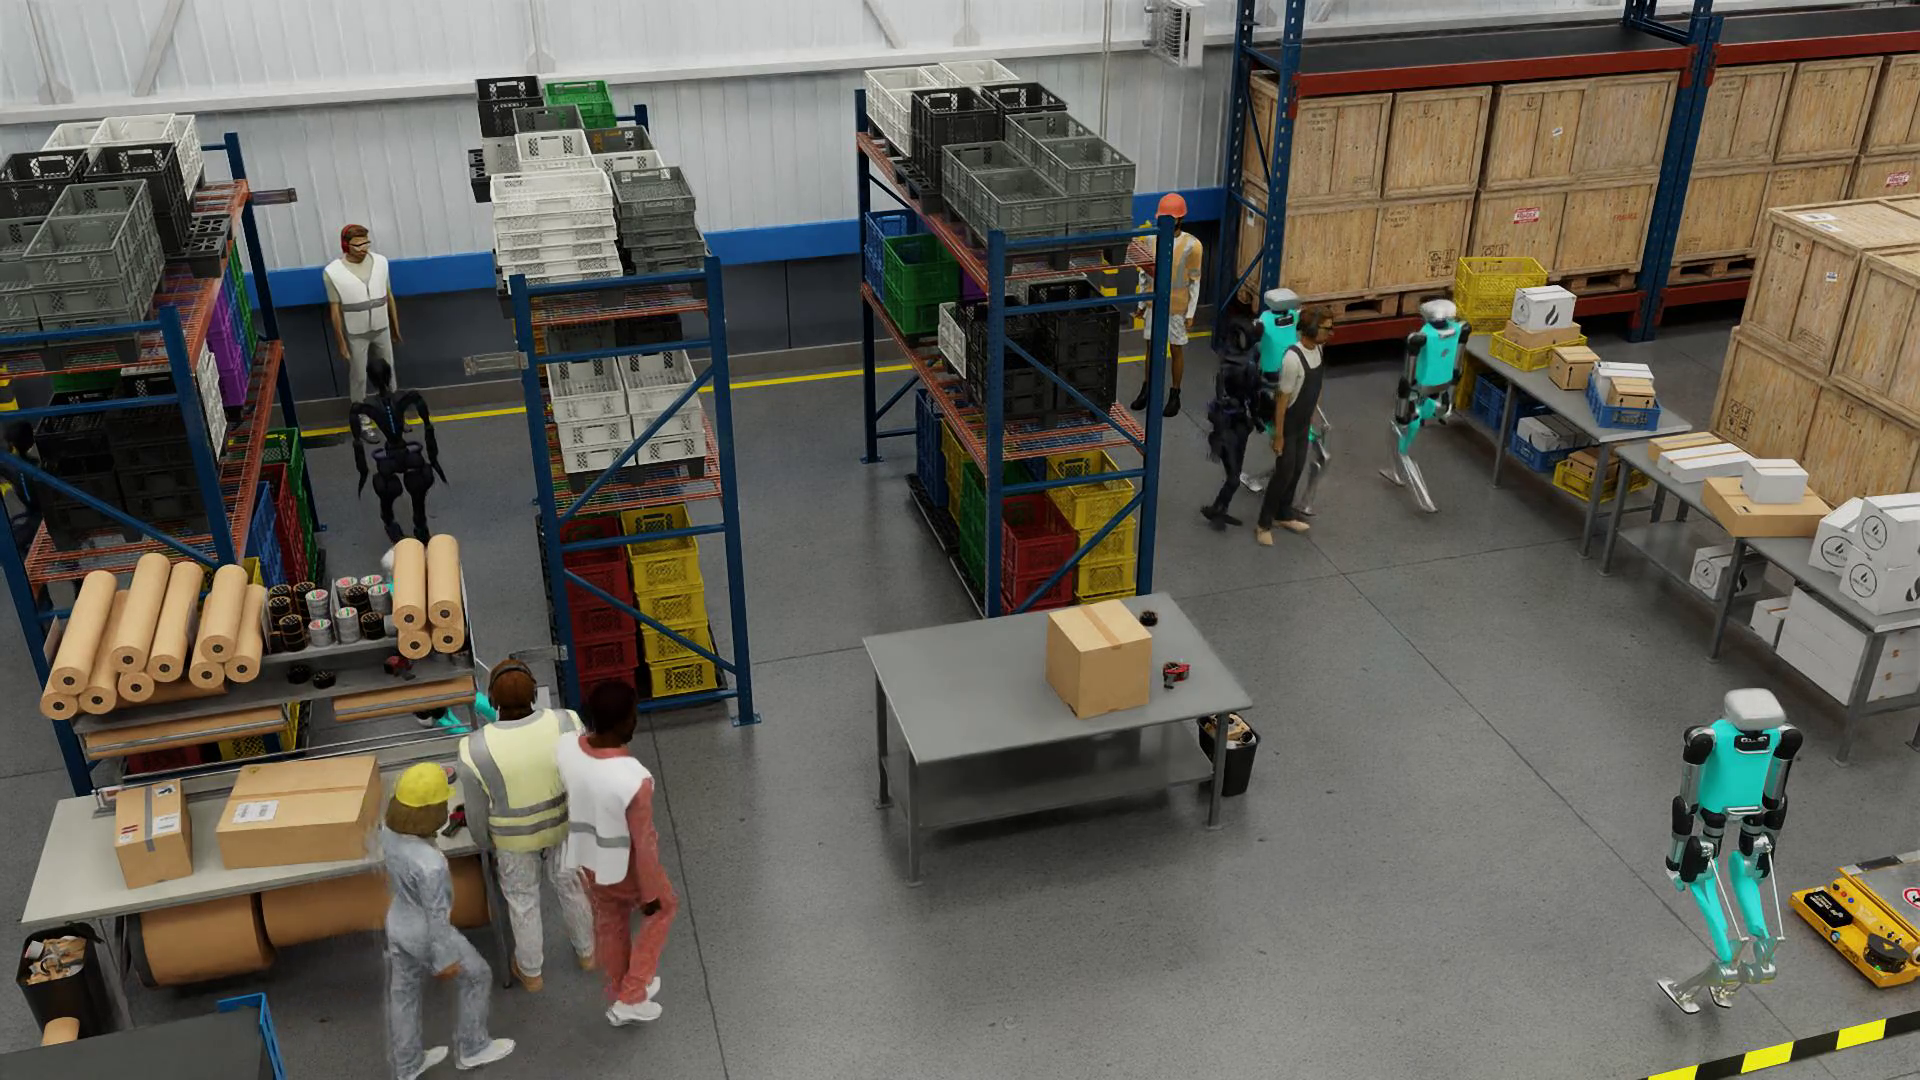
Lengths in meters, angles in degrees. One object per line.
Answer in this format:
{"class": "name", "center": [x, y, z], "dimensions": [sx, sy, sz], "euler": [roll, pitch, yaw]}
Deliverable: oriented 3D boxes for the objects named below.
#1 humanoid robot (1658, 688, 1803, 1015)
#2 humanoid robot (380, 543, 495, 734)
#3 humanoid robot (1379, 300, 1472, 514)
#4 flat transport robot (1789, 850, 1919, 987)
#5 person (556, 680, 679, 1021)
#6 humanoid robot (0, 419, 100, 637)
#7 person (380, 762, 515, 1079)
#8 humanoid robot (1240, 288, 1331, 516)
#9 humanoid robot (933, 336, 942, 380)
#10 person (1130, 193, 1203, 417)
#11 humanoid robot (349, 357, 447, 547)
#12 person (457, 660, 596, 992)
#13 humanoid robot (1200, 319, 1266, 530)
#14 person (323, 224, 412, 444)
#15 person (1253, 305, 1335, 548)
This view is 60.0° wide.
{"class": "humanoid robot", "center": [3.606, 1.545, 7.681], "dimensions": [0.533, 1.681, 0.735], "euler": [-2, 29, -4]}
{"class": "humanoid robot", "center": [-2.685, 0.837, 9.124], "dimensions": [0.764, 1.807, 0.553], "euler": [4, 29, 6]}
{"class": "humanoid robot", "center": [3.411, -1.055, 12.577], "dimensions": [0.573, 1.729, 1.055], "euler": [-11, 31, -20]}
{"class": "flat transport robot", "center": [5.163, 1.916, 8.676], "dimensions": [1.431, 0.231, 0.659], "euler": [-8, 30, -14]}
{"class": "person", "center": [-1.584, 1.479, 7.777], "dimensions": [0.583, 1.902, 0.468], "euler": [17, 33, 28]}
{"class": "humanoid robot", "center": [-5.945, -0.007, 10.777], "dimensions": [0.589, 1.642, 0.778], "euler": [-9, 30, -15]}
{"class": "person", "center": [-2.371, 1.733, 7.505], "dimensions": [0.537, 1.707, 0.627], "euler": [25, 37, 37]}
{"class": "humanoid robot", "center": [2.470, -0.960, 12.409], "dimensions": [0.553, 1.747, 1.019], "euler": [-14, 32, -24]}
{"class": "humanoid robot", "center": [0.029, -2.046, 14.405], "dimensions": [1.005, 1.784, 0.539], "euler": [25, 38, 38]}
{"class": "person", "center": [1.741, -1.982, 14.036], "dimensions": [0.542, 1.939, 0.357], "euler": [16, 33, 26]}
{"class": "humanoid robot", "center": [-3.918, -0.506, 11.614], "dimensions": [0.600, 1.642, 0.347], "euler": [-14, 32, -24]}
{"class": "person", "center": [-2.059, 1.375, 8.027], "dimensions": [0.624, 1.844, 0.429], "euler": [-15, 32, -25]}
{"class": "humanoid robot", "center": [2.030, -0.856, 12.254], "dimensions": [0.320, 1.655, 0.612], "euler": [22, 36, 34]}
{"class": "person", "center": [-4.872, -1.712, 13.651], "dimensions": [0.384, 1.836, 0.566], "euler": [25, 37, 37]}
{"class": "person", "center": [2.405, -0.830, 12.054], "dimensions": [0.402, 1.827, 0.571], "euler": [18, 34, 30]}
